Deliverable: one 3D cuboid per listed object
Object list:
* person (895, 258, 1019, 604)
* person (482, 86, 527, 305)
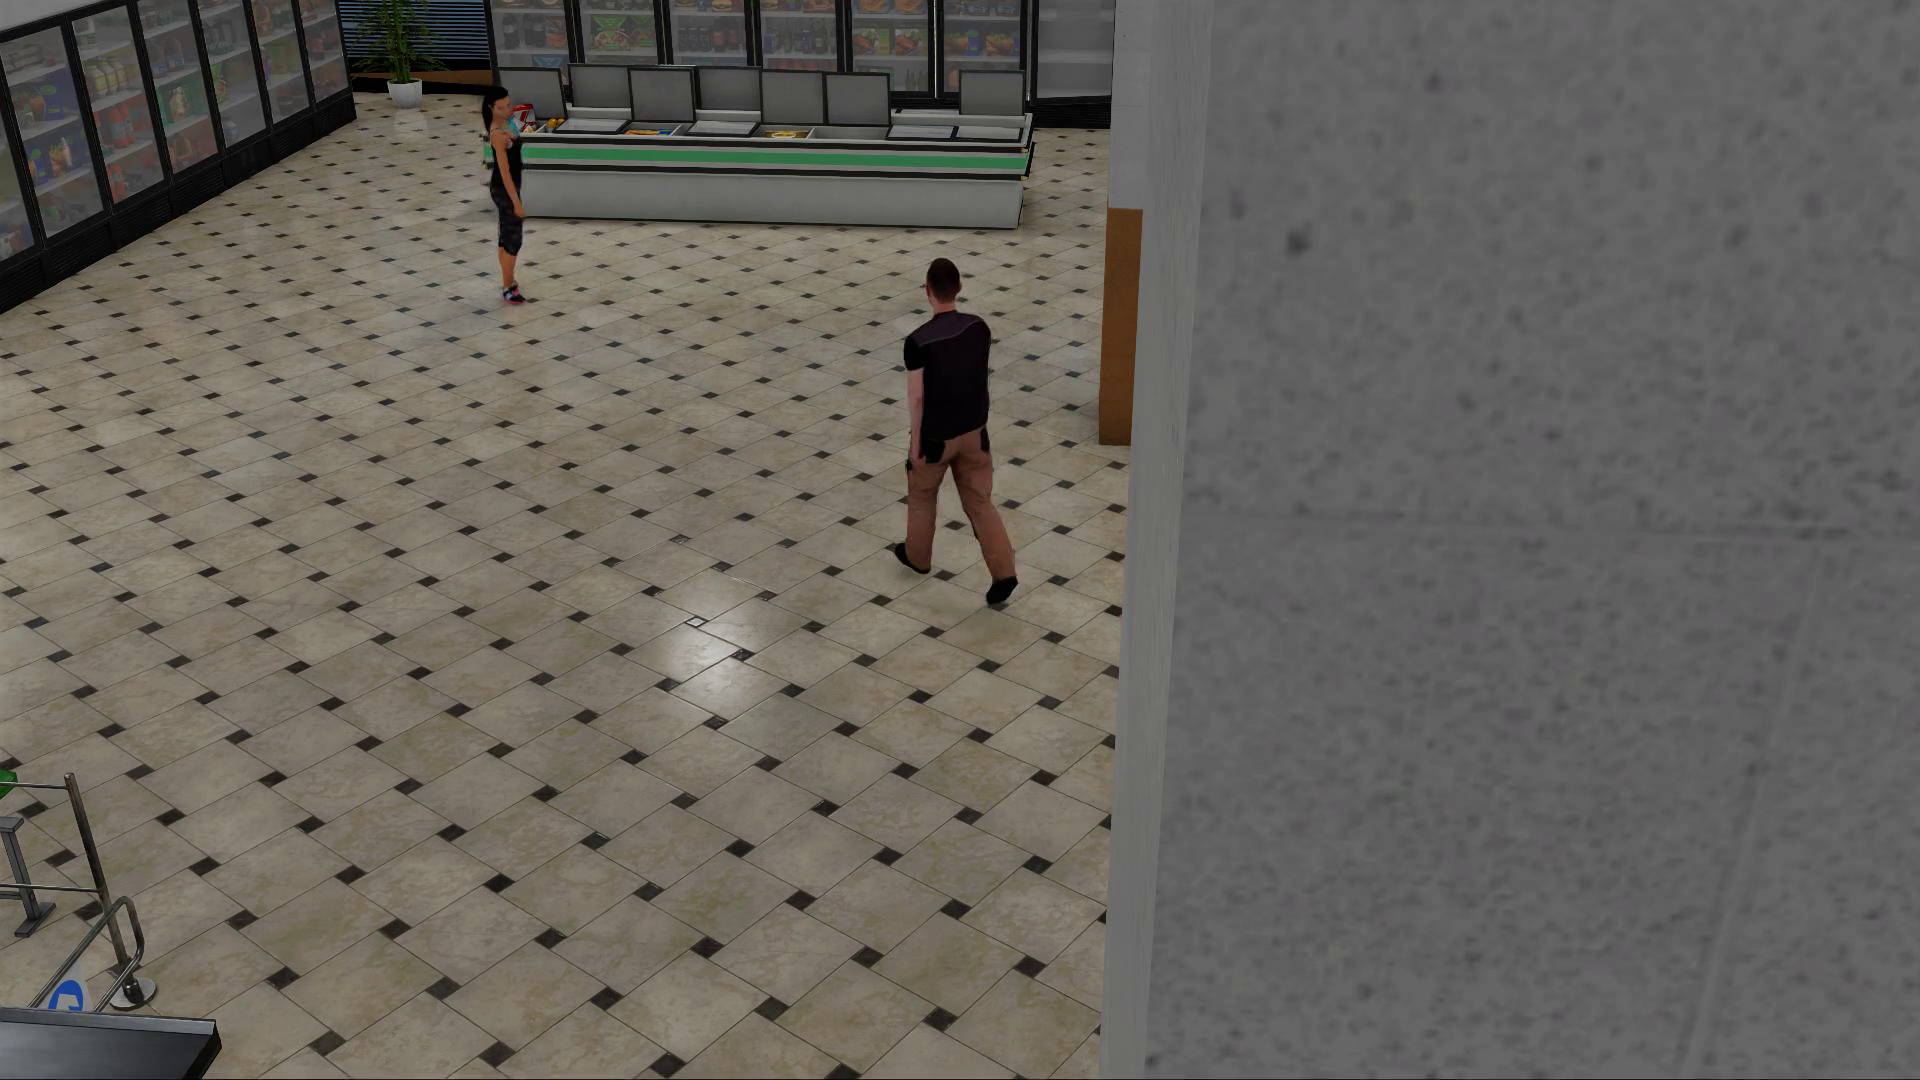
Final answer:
[{"bbox_3d":[0.005,-0.517,8.593,1.201,1.797,1.116,-13,30,-23],"label":"person"},{"bbox_3d":[-3.597,-2.731,13.065,0.653,1.700,0.786,-11,29,-21],"label":"person"}]
